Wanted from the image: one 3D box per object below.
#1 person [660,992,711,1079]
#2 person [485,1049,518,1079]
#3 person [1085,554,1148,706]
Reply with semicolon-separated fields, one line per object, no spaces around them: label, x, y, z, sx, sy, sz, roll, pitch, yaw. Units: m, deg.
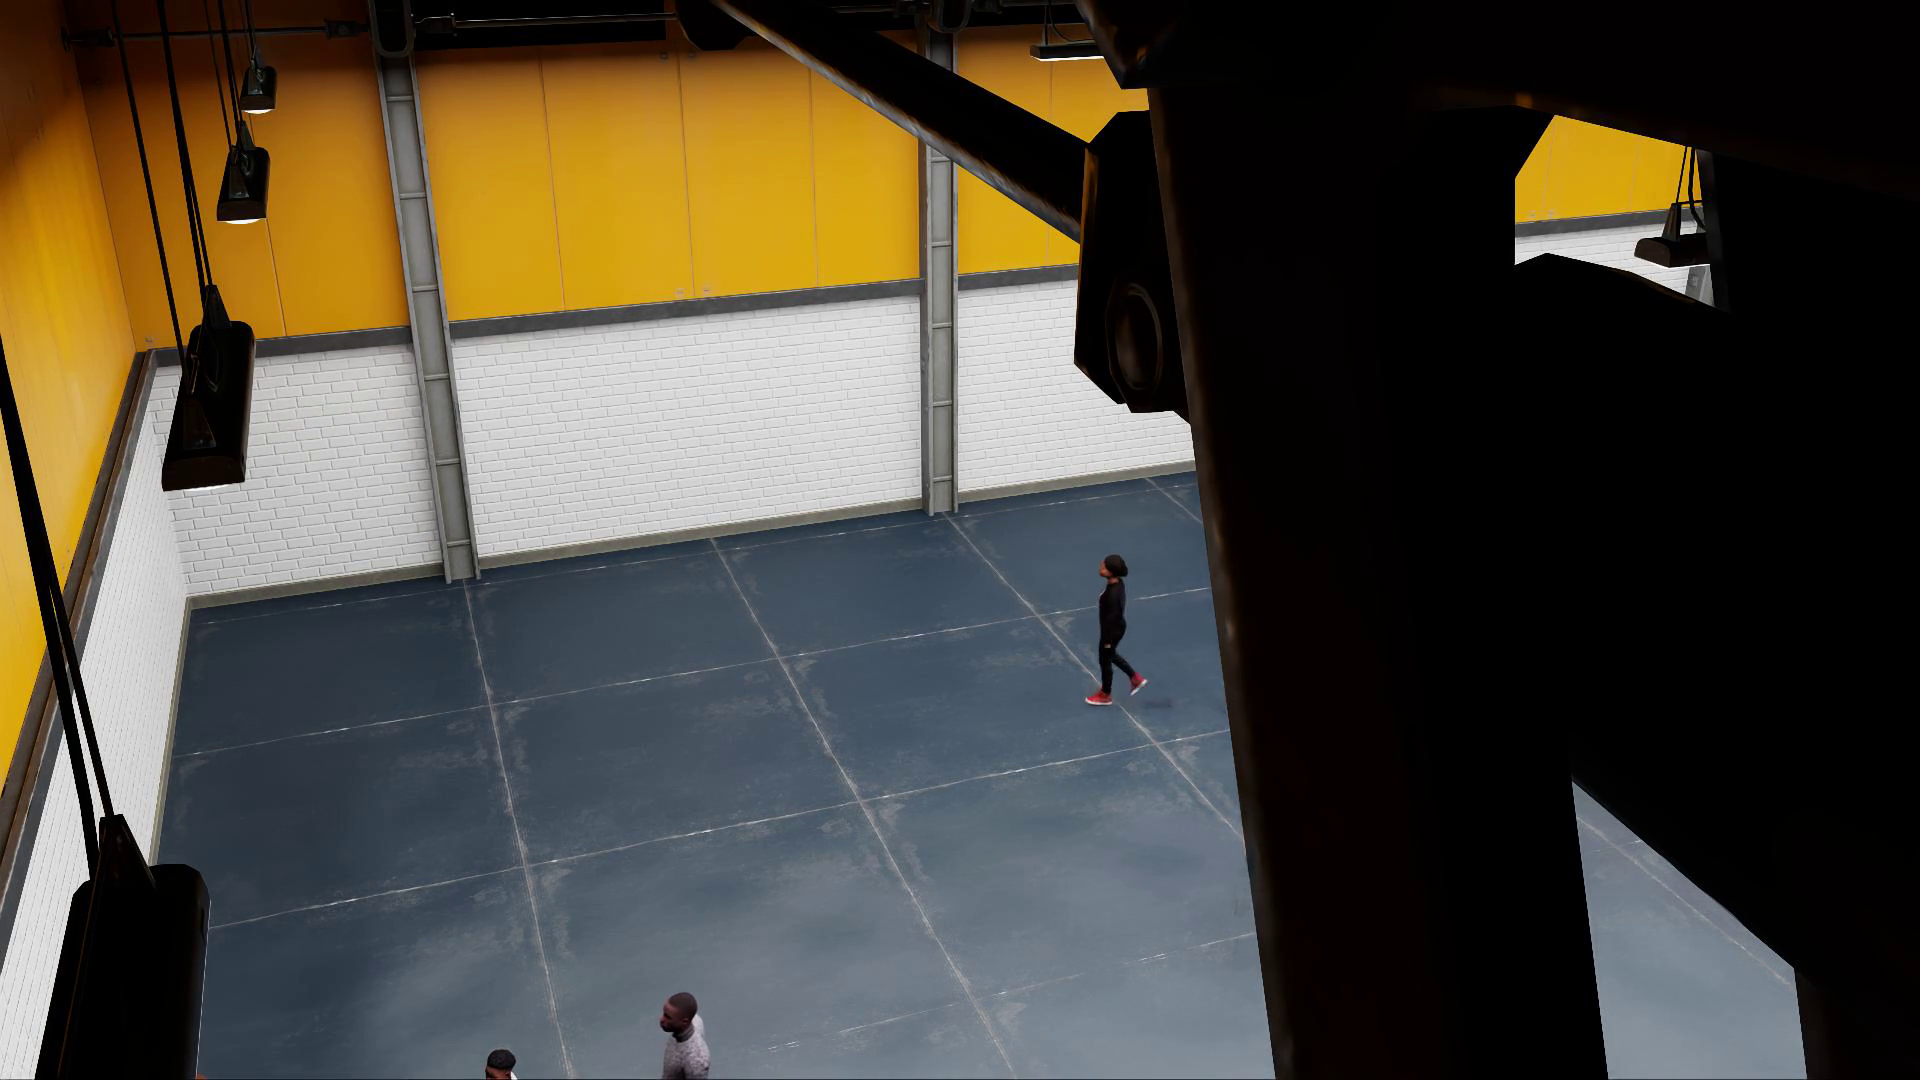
person;-1.642;3.541;10.298;0.540;1.834;0.667;-7;25;-16
person;-2.844;3.745;10.549;0.559;1.258;0.612;14;27;28
person;1.587;0.903;16.549;0.956;1.660;0.842;4;24;10
